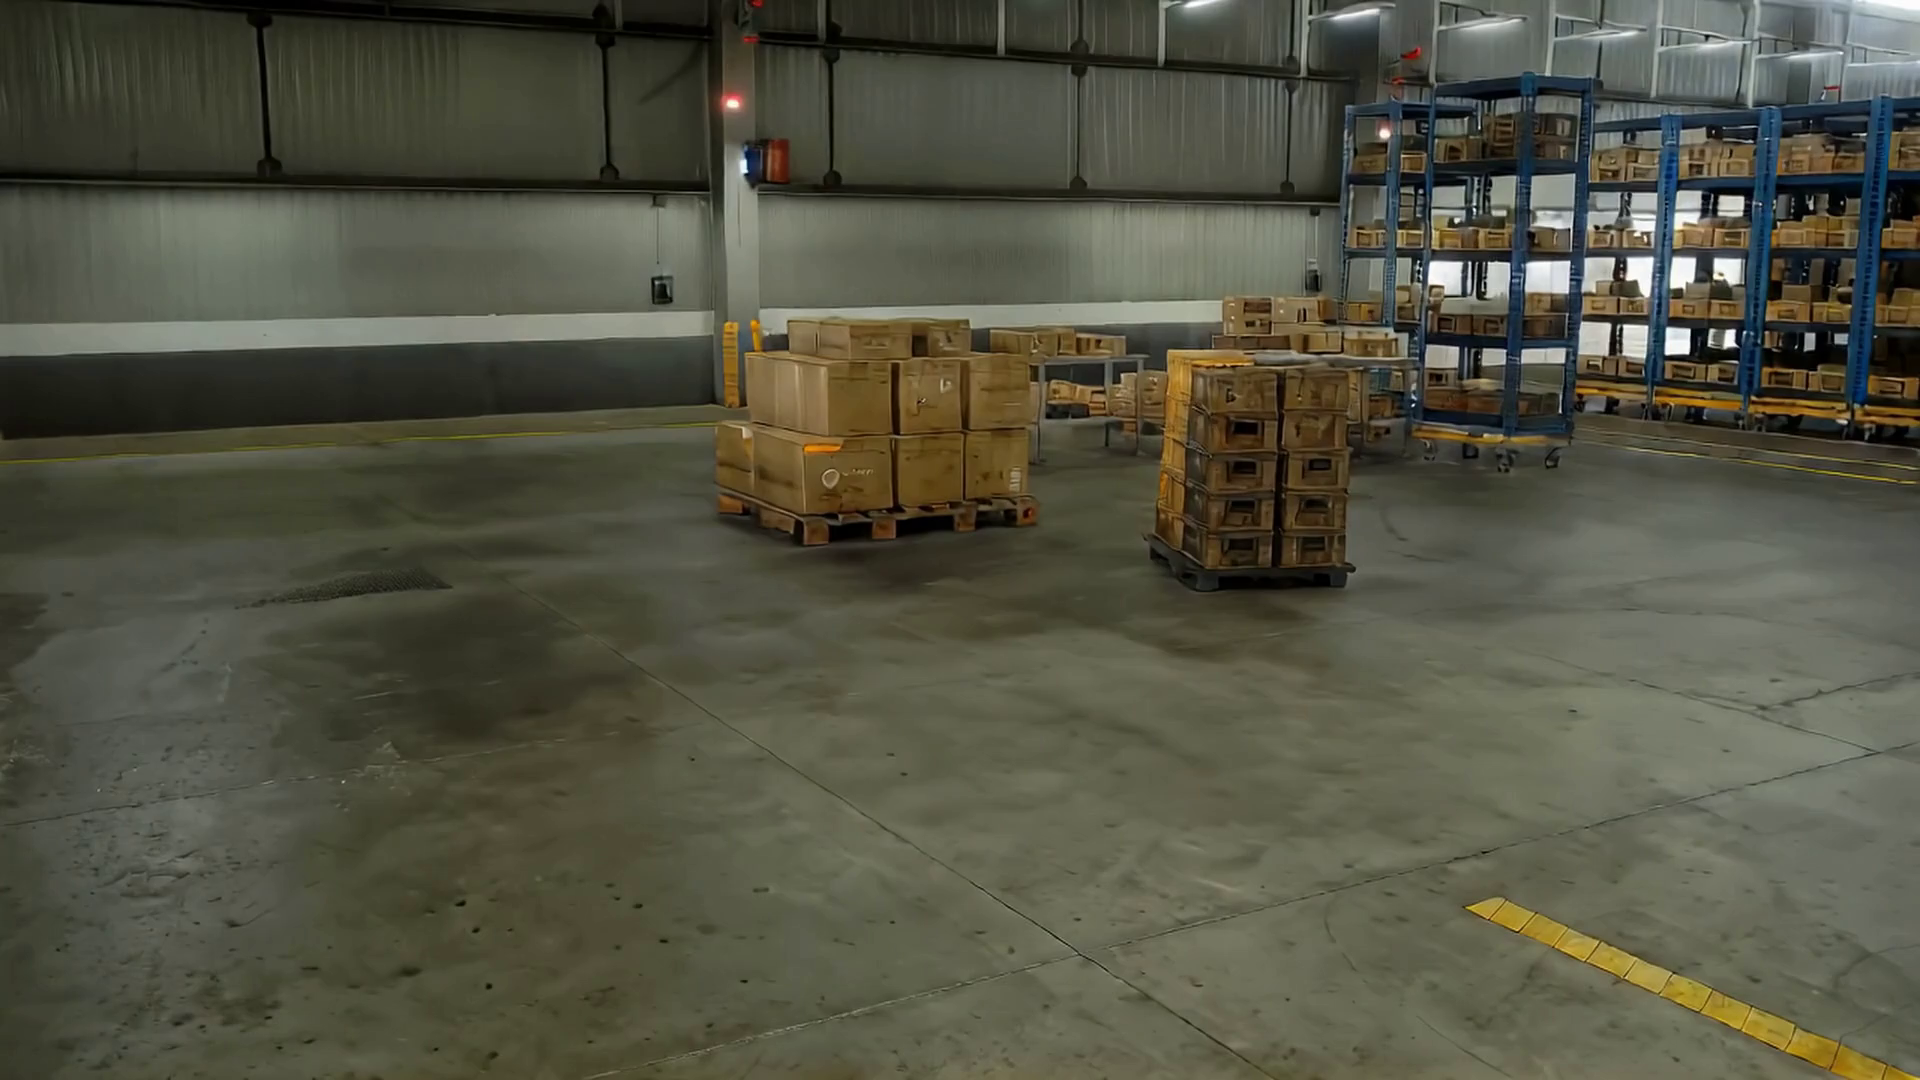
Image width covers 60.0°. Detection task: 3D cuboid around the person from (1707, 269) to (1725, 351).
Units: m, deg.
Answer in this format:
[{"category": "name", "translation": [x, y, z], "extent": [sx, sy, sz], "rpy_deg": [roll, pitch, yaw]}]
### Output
[{"category": "person", "translation": [11.329, -3.209, 25.071], "extent": [0.562, 1.742, 0.359], "rpy_deg": [-9, 13, -40]}]
